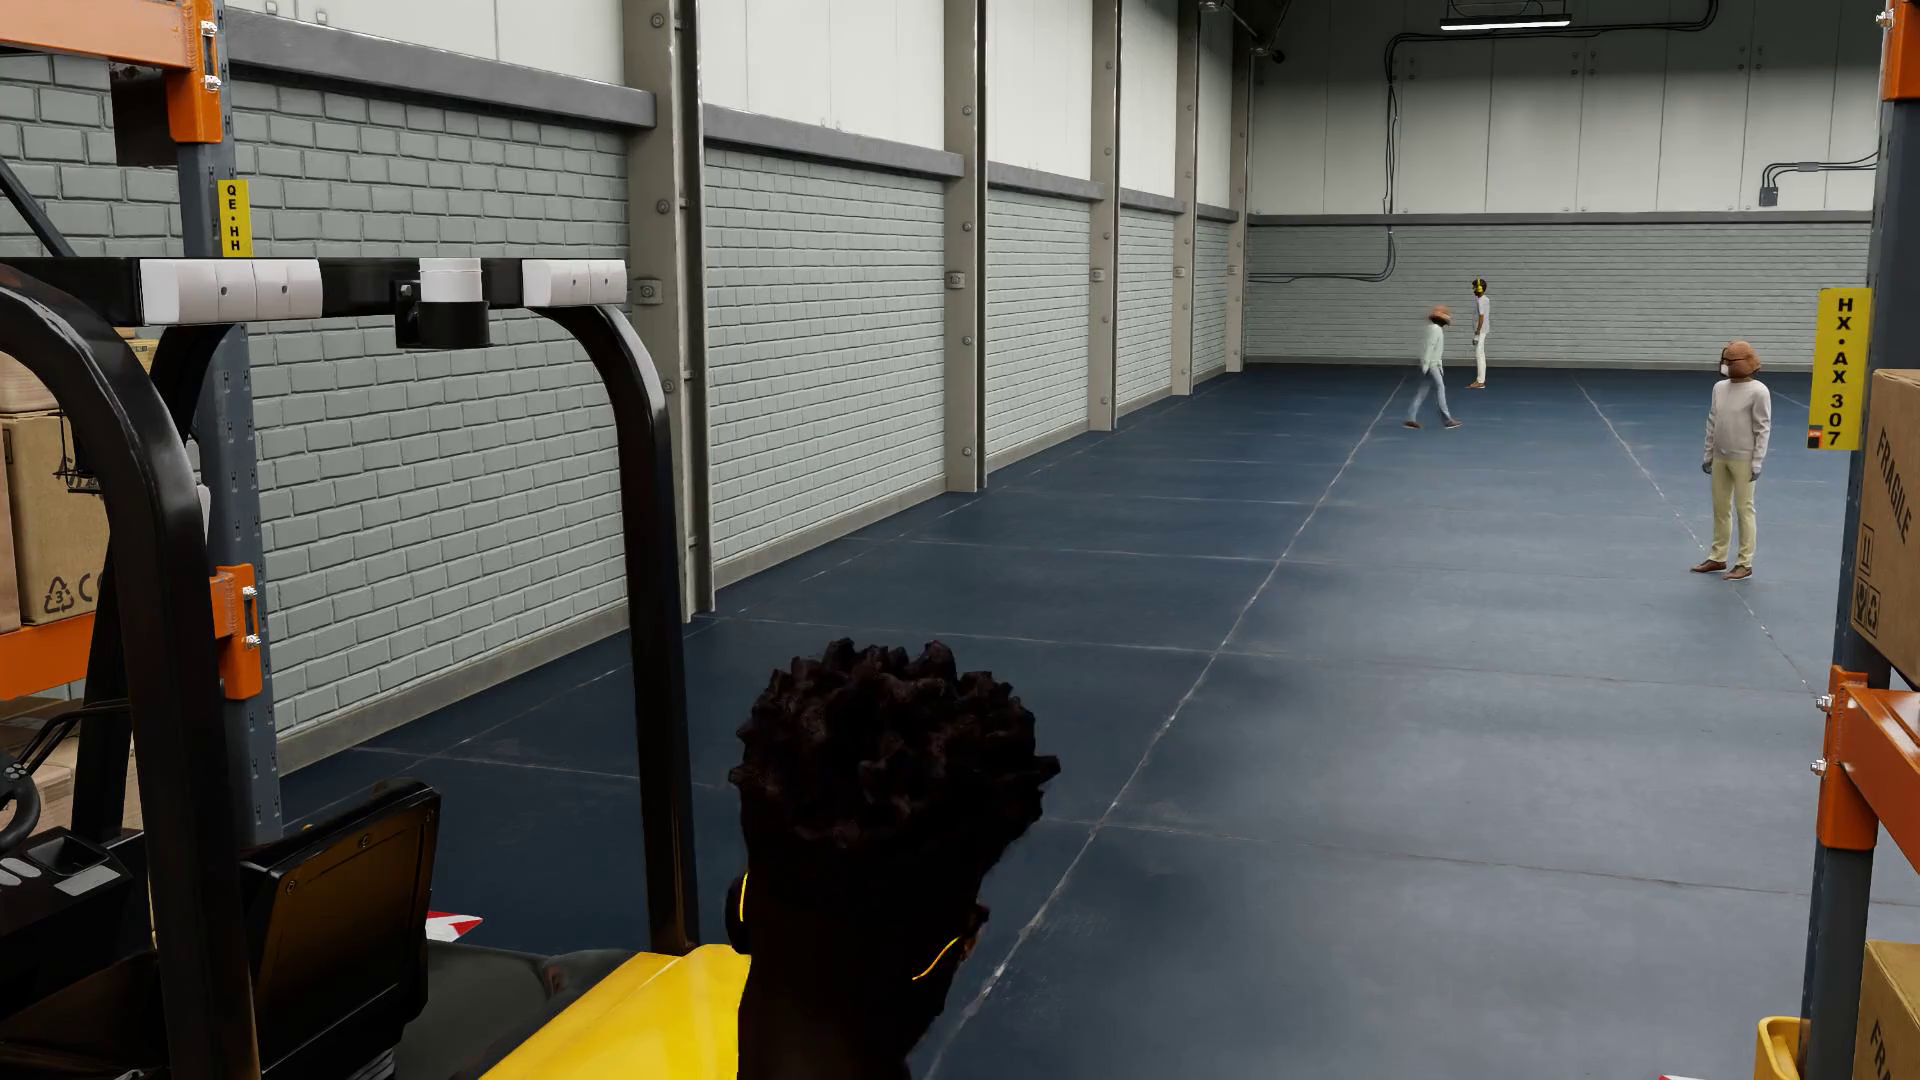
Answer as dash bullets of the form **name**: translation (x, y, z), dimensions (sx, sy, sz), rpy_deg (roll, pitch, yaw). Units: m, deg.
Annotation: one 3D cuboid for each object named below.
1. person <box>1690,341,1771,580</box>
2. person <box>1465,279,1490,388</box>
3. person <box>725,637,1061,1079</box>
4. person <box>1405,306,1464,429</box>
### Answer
- **person**: translation (5.295, -0.545, 11.393), dimensions (0.277, 1.631, 0.506), rpy_deg (-3, 10, -18)
- **person**: translation (8.886, -3.529, 28.496), dimensions (0.329, 1.861, 0.511), rpy_deg (4, 10, 25)
- **person**: translation (-0.098, 1.028, 1.195), dimensions (0.644, 1.901, 0.961), rpy_deg (-1, 10, -5)
- **person**: translation (6.160, -2.218, 21.464), dimensions (0.790, 1.583, 0.564), rpy_deg (2, 10, 11)
